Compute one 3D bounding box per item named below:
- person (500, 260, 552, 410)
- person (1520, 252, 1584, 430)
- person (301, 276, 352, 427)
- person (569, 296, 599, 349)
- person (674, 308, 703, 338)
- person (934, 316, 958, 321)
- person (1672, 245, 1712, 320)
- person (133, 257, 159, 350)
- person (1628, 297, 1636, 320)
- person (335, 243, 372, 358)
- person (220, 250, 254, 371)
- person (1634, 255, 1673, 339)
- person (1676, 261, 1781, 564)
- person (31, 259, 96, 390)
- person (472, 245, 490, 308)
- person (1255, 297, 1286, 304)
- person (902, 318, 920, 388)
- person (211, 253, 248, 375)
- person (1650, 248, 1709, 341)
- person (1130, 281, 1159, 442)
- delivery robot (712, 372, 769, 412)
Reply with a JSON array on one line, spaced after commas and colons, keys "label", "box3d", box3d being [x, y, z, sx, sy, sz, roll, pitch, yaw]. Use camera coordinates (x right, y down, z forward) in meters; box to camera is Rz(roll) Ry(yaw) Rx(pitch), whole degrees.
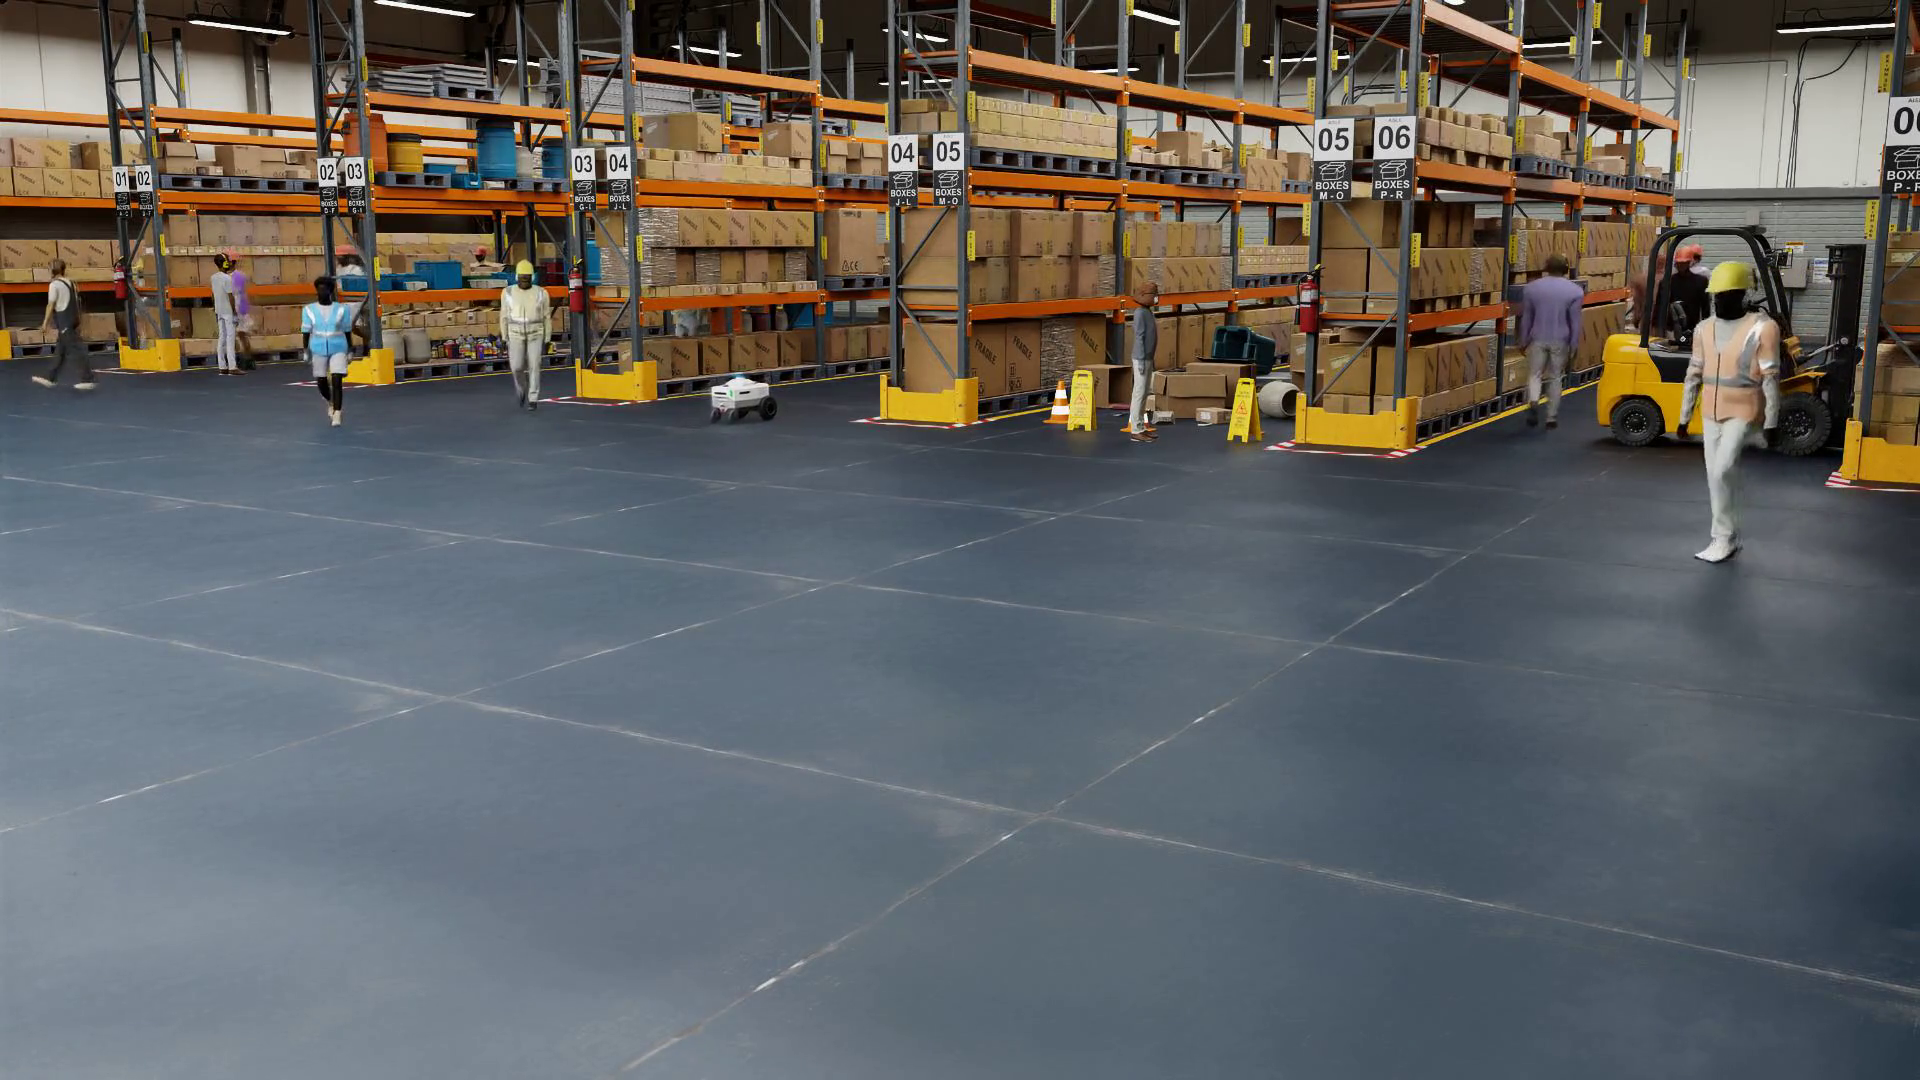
[{"label": "person", "box3d": [-5.254, -2.477, 20.168, 0.617, 1.821, 0.426, -2, 10, -11]}, {"label": "person", "box3d": [6.373, -2.134, 17.950, 0.647, 1.927, 0.508, 5, 11, 28]}, {"label": "person", "box3d": [-7.058, -2.119, 18.600, 0.535, 1.676, 0.685, -2, 10, -13]}, {"label": "person", "box3d": [-6.962, -4.243, 30.720, 0.504, 1.583, 0.880, 4, 11, 23]}, {"label": "person", "box3d": [-4.077, -3.314, 25.147, 0.490, 1.726, 0.636, 5, 11, 27]}, {"label": "person", "box3d": [-0.117, -3.632, 26.384, 0.633, 1.919, 0.738, 6, 12, 32]}, {"label": "person", "box3d": [11.911, -3.796, 27.114, 0.624, 1.985, 1.024, 6, 12, 32]}, {"label": "person", "box3d": [-13.597, -3.842, 27.927, 0.596, 1.797, 0.927, 6, 12, 32]}, {"label": "person", "box3d": [12.983, -4.601, 31.958, 0.327, 1.865, 0.514, 5, 11, 24]}, {"label": "person", "box3d": [-10.279, -3.993, 28.118, 0.612, 2.021, 0.708, 6, 12, 30]}, {"label": "person", "box3d": [-11.520, -3.628, 26.366, 0.561, 1.912, 0.568, -9, 14, -43]}, {"label": "person", "box3d": [10.354, -3.304, 24.725, 0.659, 1.860, 0.980, 6, 12, 30]}, {"label": "person", "box3d": [4.807, -0.792, 10.497, 0.552, 1.904, 0.627, -5, 11, -25]}, {"label": "person", "box3d": [-12.464, -2.971, 22.995, 0.953, 1.793, 0.535, 0, 10, -2]}, {"label": "person", "box3d": [-10.168, -5.275, 35.409, 0.637, 1.974, 0.444, 9, 13, 40]}, {"label": "person", "box3d": [5.923, -4.544, 31.730, 0.656, 1.829, 0.438, 6, 12, 30]}, {"label": "person", "box3d": [-0.724, -2.928, 23.052, 0.318, 1.697, 0.535, -8, 13, -38]}, {"label": "person", "box3d": [-11.267, -3.464, 25.560, 0.515, 1.876, 0.328, 6, 12, 31]}, {"label": "person", "box3d": [9.086, -2.707, 21.071, 0.662, 1.951, 0.944, 7, 13, 36]}, {"label": "person", "box3d": [1.905, -1.832, 17.090, 0.285, 1.633, 0.497, 3, 11, 19]}, {"label": "delivery robot", "box3d": [-2.497, -1.664, 18.911, 0.477, 0.478, 0.707, 6, 12, 32]}]
